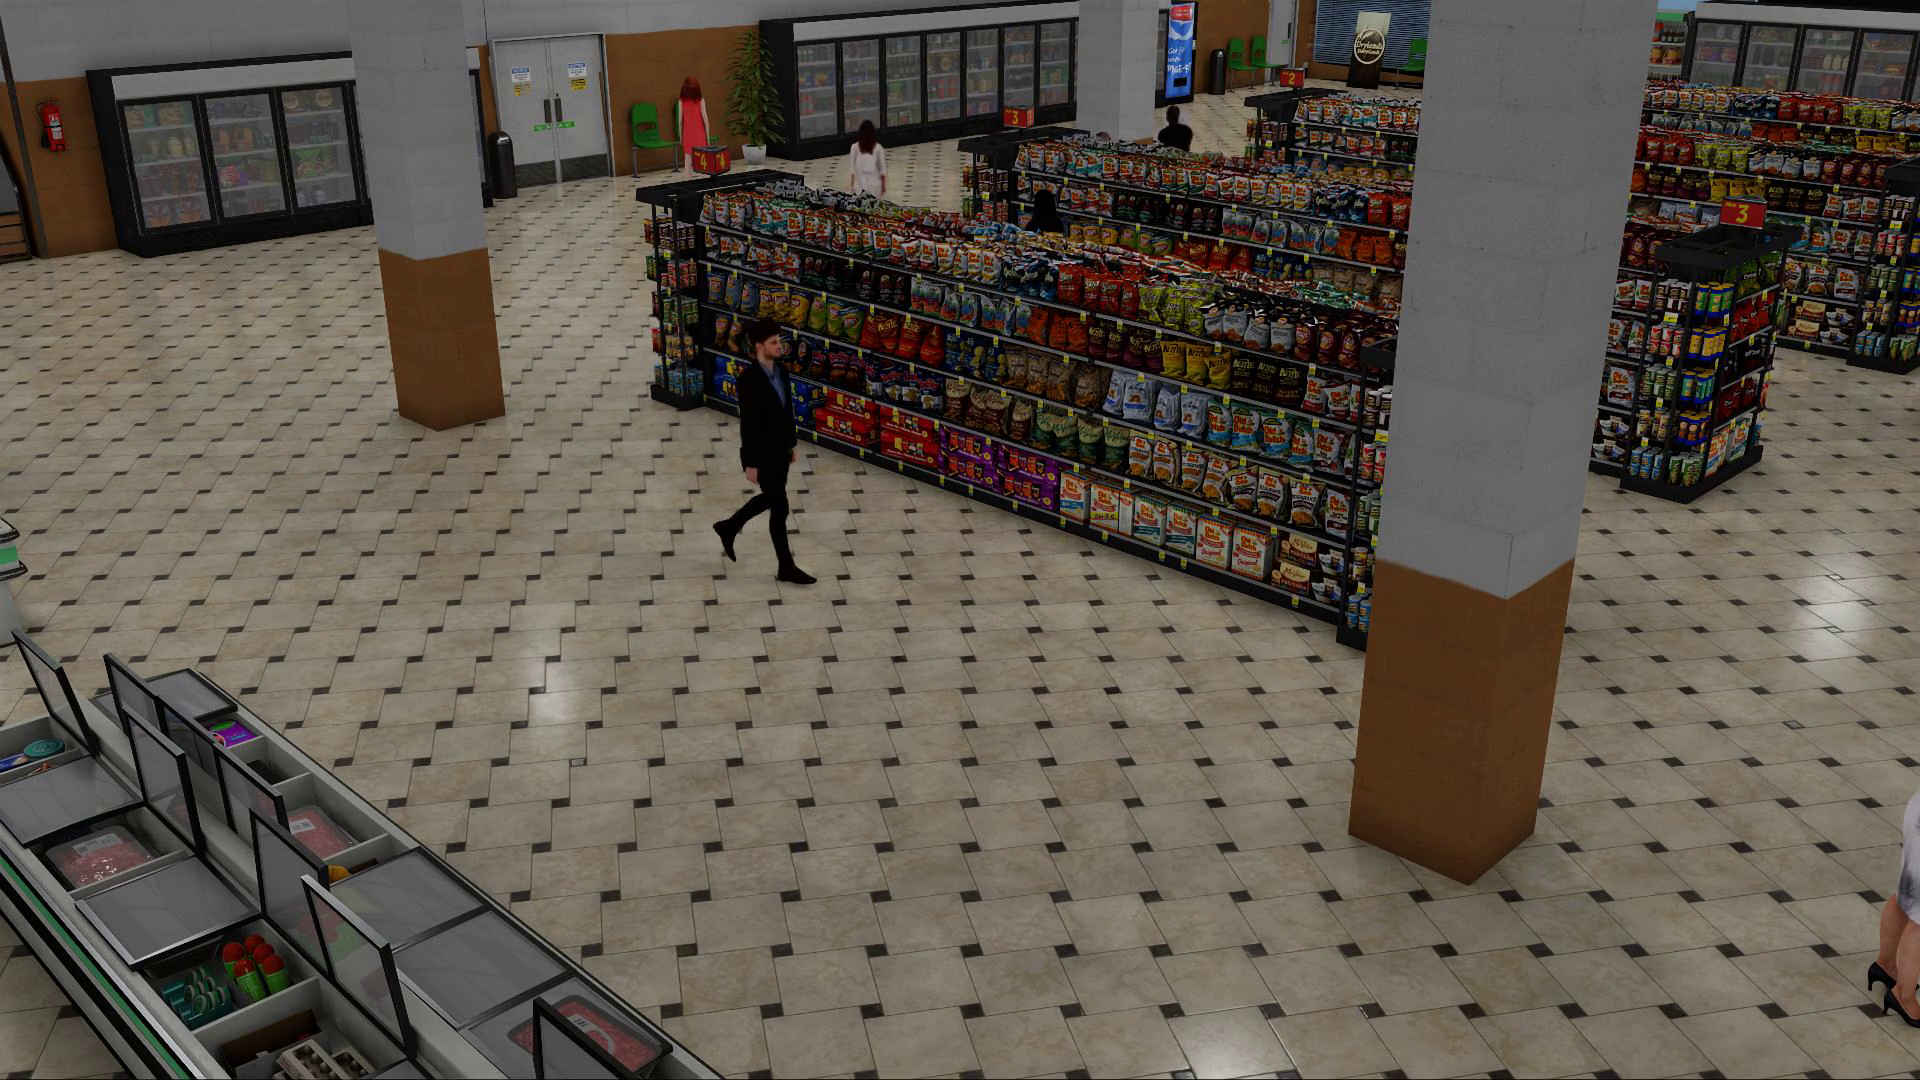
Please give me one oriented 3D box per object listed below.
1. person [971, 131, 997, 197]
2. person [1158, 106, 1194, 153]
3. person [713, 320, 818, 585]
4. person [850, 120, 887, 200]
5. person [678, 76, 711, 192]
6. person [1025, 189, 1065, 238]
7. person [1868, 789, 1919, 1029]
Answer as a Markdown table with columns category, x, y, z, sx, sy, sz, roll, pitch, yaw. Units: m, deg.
| category | x | y | z | sx | sy | sz | roll | pitch | yaw |
| --- | --- | --- | --- | --- | --- | --- | --- | --- | --- |
| person | 0.377 | -4.501 | 21.586 | 0.924 | 1.592 | 0.741 | 13 | 26 | 30 |
| person | 2.884 | -4.844 | 22.160 | 0.930 | 1.800 | 1.119 | -8 | 23 | -20 |
| person | -1.400 | -0.615 | 11.549 | 1.211 | 1.865 | 0.948 | 10 | 24 | 23 |
| person | -1.209 | -4.619 | 21.795 | 1.010 | 1.654 | 1.089 | -1 | 22 | -3 |
| person | -4.045 | -6.113 | 25.282 | 0.658 | 1.826 | 0.740 | 2 | 22 | 5 |
| person | 0.842 | -2.651 | 16.758 | 0.576 | 1.758 | 0.648 | 20 | 29 | 40 |
| person | 4.161 | 1.247 | 7.066 | 0.670 | 1.752 | 0.640 | 4 | 22 | 9 |
